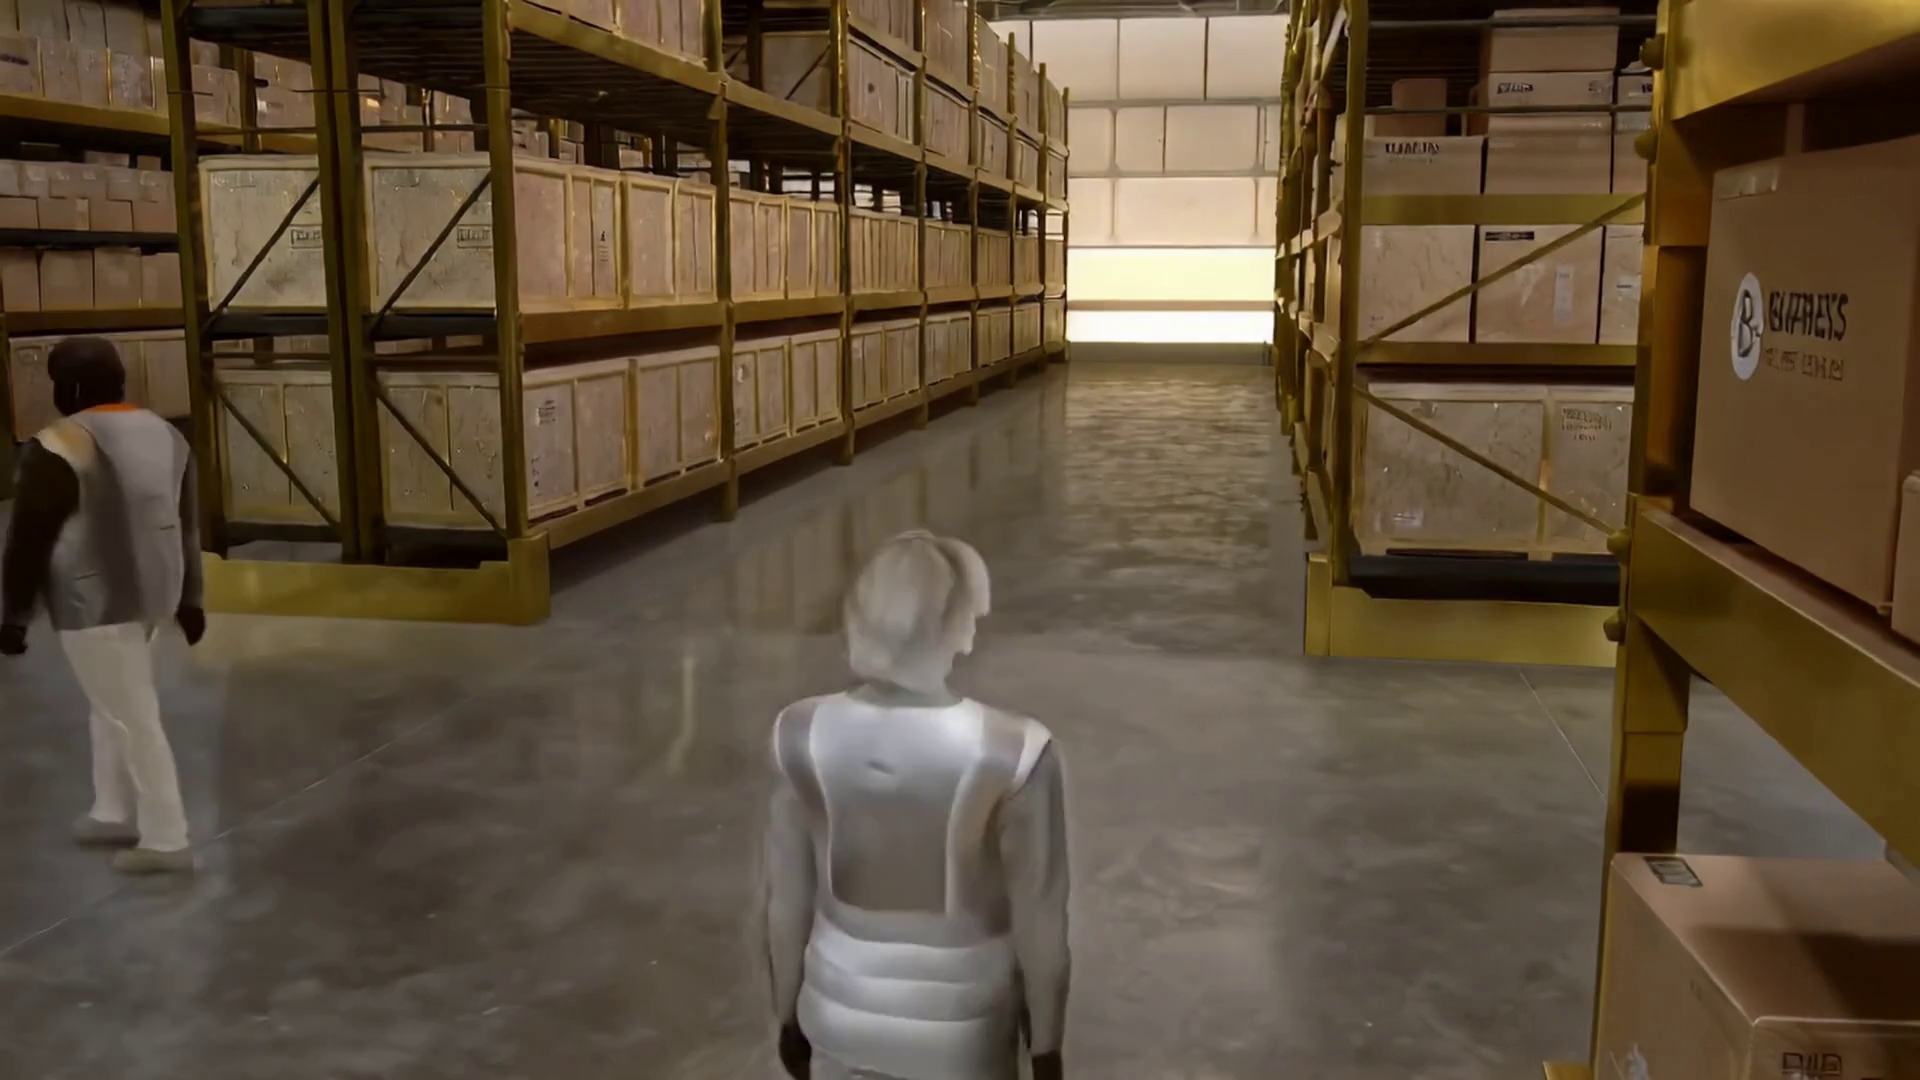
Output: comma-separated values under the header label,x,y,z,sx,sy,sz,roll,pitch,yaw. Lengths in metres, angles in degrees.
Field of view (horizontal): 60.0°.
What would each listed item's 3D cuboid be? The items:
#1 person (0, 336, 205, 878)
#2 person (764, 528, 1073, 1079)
label,x,y,z,sx,sy,sz,roll,pitch,yaw
person,-2.927,0.233,5.572,0.785,1.810,0.621,2,9,13
person,-0.096,0.798,2.630,0.524,1.622,0.528,4,10,22
